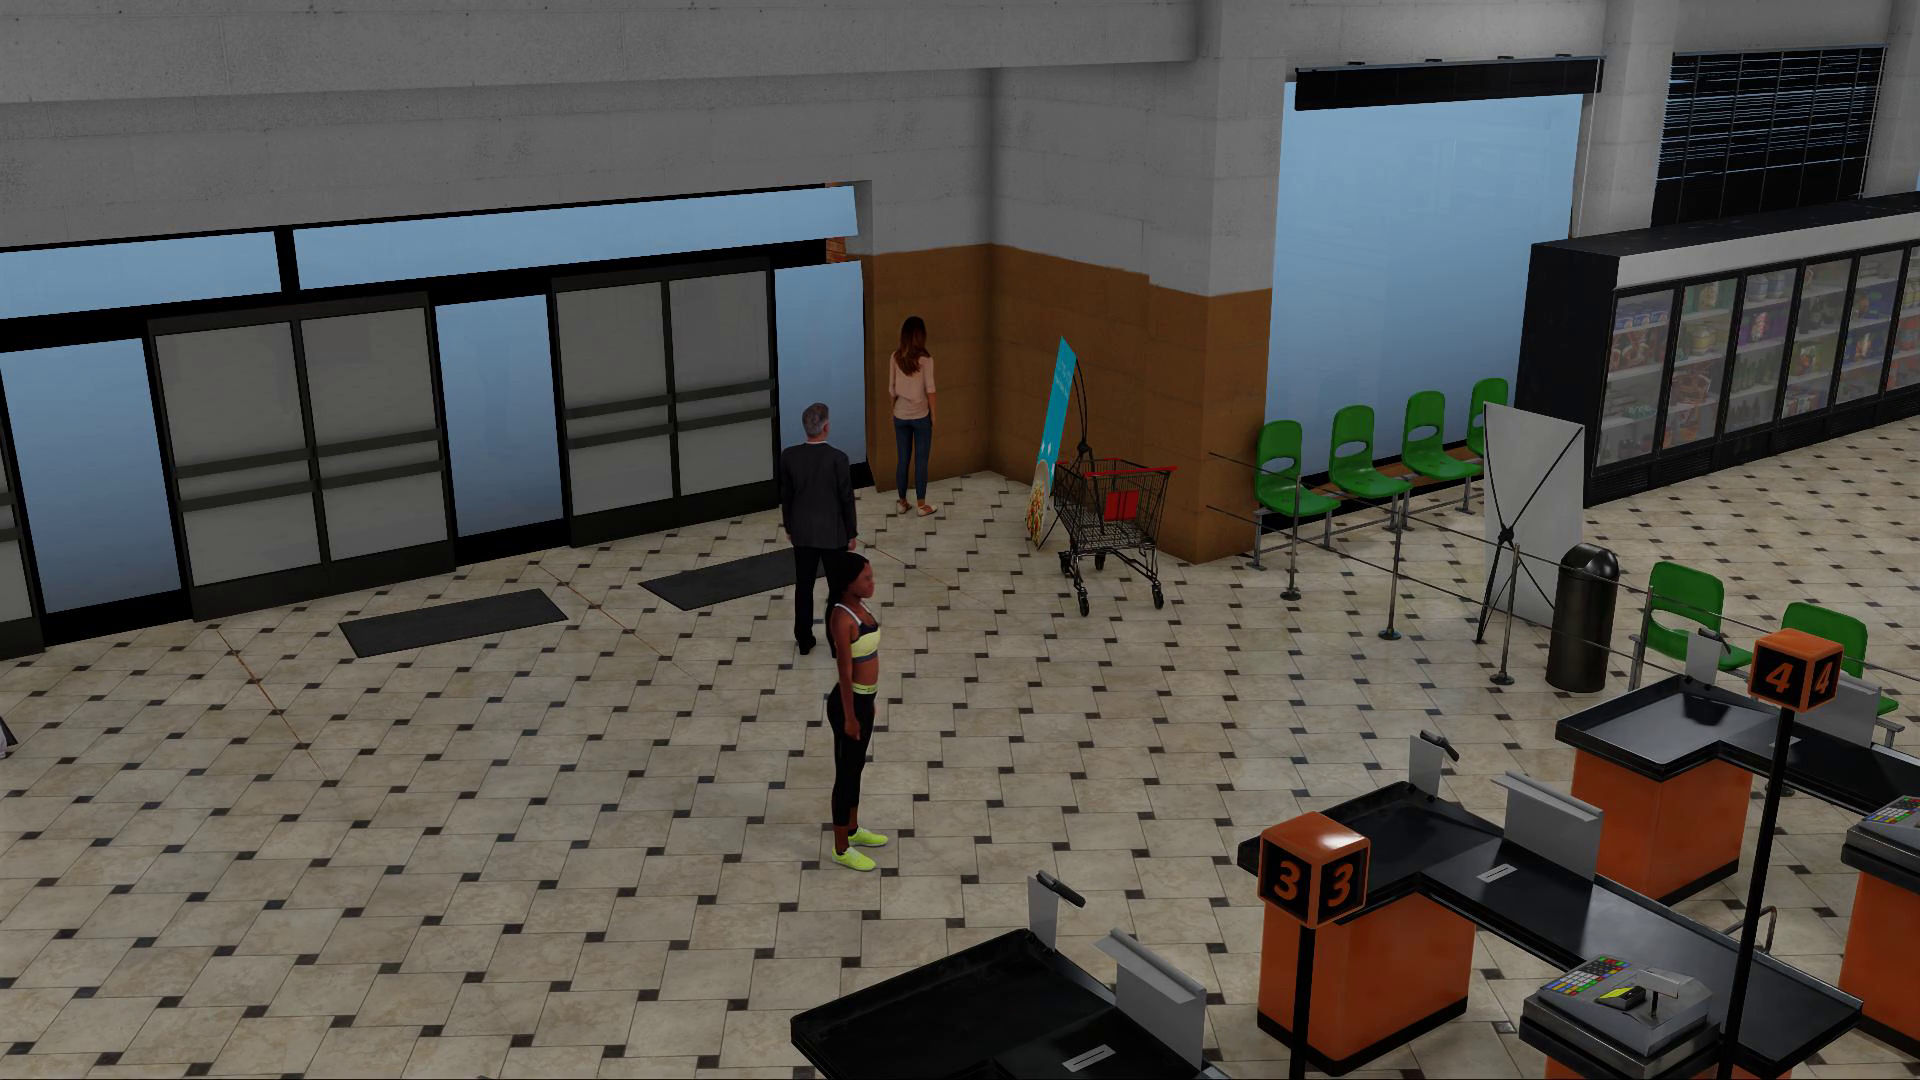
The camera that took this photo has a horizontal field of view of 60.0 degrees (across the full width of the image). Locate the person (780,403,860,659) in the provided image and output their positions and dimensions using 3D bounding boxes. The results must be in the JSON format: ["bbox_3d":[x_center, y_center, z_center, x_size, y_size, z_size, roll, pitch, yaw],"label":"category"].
[{"bbox_3d":[-0.979,-0.072,11.671,0.775,1.842,0.862,5,19,15],"label":"person"}]

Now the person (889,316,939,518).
[{"bbox_3d":[-0.425,-1.103,14.809,0.621,1.791,0.737,9,20,24],"label":"person"}]

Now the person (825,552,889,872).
[{"bbox_3d":[-0.587,0.899,8.930,0.694,1.755,0.638,4,19,11],"label":"person"}]
